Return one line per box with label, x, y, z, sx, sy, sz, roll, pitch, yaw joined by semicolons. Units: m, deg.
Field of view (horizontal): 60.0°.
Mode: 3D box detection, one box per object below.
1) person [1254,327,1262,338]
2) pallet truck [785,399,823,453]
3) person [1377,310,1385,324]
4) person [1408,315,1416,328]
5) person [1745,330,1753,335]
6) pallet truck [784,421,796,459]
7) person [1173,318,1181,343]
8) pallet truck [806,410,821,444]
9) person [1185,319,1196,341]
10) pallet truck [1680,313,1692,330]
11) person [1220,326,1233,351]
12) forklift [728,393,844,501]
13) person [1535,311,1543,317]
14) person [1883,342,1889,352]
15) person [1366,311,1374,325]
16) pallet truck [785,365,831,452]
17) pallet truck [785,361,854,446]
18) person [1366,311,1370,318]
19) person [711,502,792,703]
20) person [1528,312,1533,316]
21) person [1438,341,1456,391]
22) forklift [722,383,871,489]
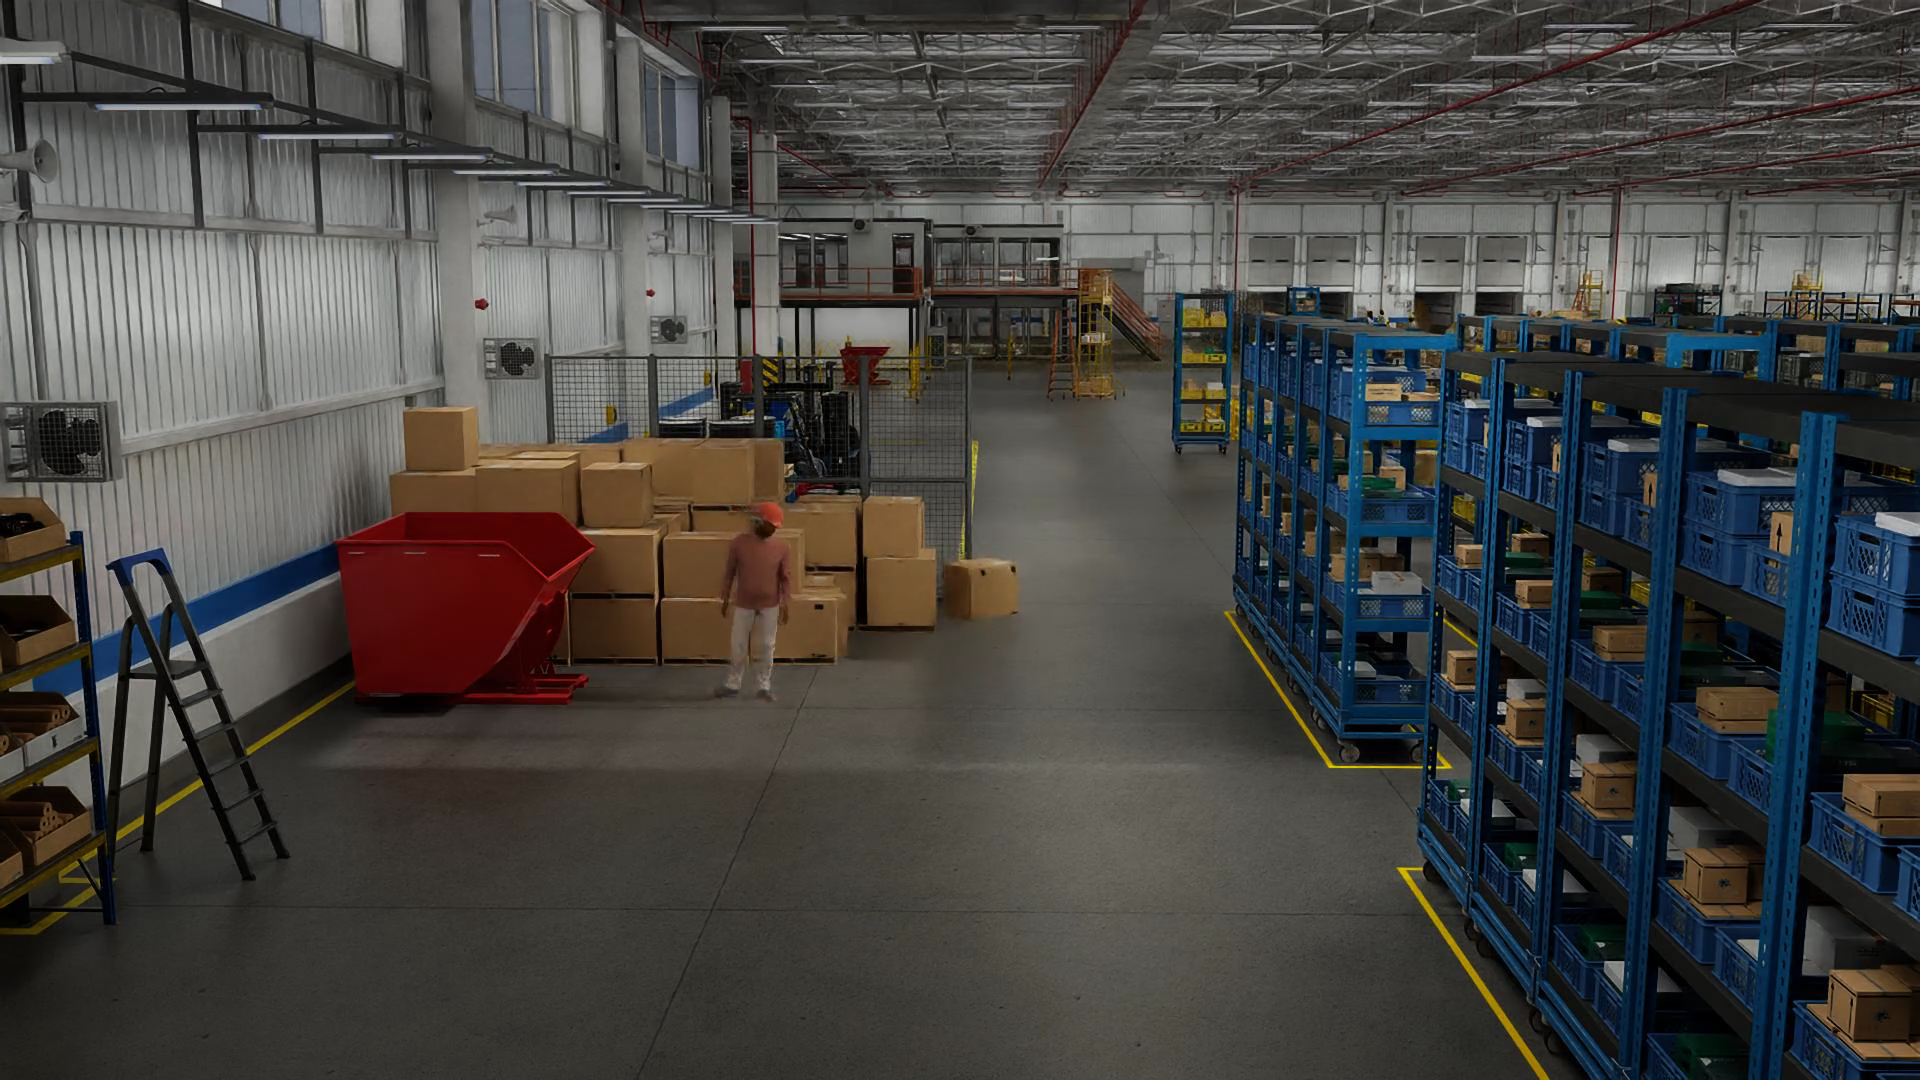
person;13.111;-8.720;73.346;0.609;1.901;0.578;3;10;20
pallet truck;-3.814;-2.432;36.419;1.630;1.274;0.653;0;9;1
person;24.225;-12.298;95.623;0.429;1.844;0.626;-1;9;-3
person;22.672;-10.414;83.857;0.912;1.889;0.594;-2;9;-11
person;34.639;-8.759;73.177;0.539;2.000;0.688;-1;9;-9
pallet truck;-4.013;-1.793;32.705;1.601;1.201;0.680;0;9;1
person;10.533;-9.831;80.388;0.505;1.847;0.344;-6;11;-35
pallet truck;-3.559;-2.018;33.905;1.522;1.261;0.704;0;9;-1
person;13.513;-12.638;97.474;0.485;1.916;0.647;-8;12;-40
pallet truck;36.315;-10.531;84.244;0.823;1.965;1.885;-6;11;-33
person;12.385;-9.342;77.220;0.619;1.893;0.666;-1;9;-3
forklift;-2.979;-1.316;26.476;2.680;1.987;1.157;0;9;1
person;32.085;-11.780;92.297;0.583;1.882;0.350;9;13;43
person;33.816;-6.543;60.562;0.320;1.695;0.538;0;9;2
person;22.184;-11.434;90.056;0.590;1.918;0.391;-7;12;-37
pallet truck;-3.774;-2.976;37.635;1.885;1.965;0.823;1;9;5
pallet truck;-3.410;-3.193;38.978;1.885;1.965;0.823;0;9;-1
person;23.027;-12.025;93.960;0.875;1.845;0.524;5;10;28
person;-1.973;0.595;15.779;0.761;1.943;0.497;-1;9;-5
person;30.483;-11.200;88.719;0.989;1.895;0.554;-9;13;-44
person;16.427;-5.832;55.834;0.807;1.800;0.626;-1;9;-6
forklift;-2.893;-1.687;28.729;2.680;1.987;1.157;0;9;-1
